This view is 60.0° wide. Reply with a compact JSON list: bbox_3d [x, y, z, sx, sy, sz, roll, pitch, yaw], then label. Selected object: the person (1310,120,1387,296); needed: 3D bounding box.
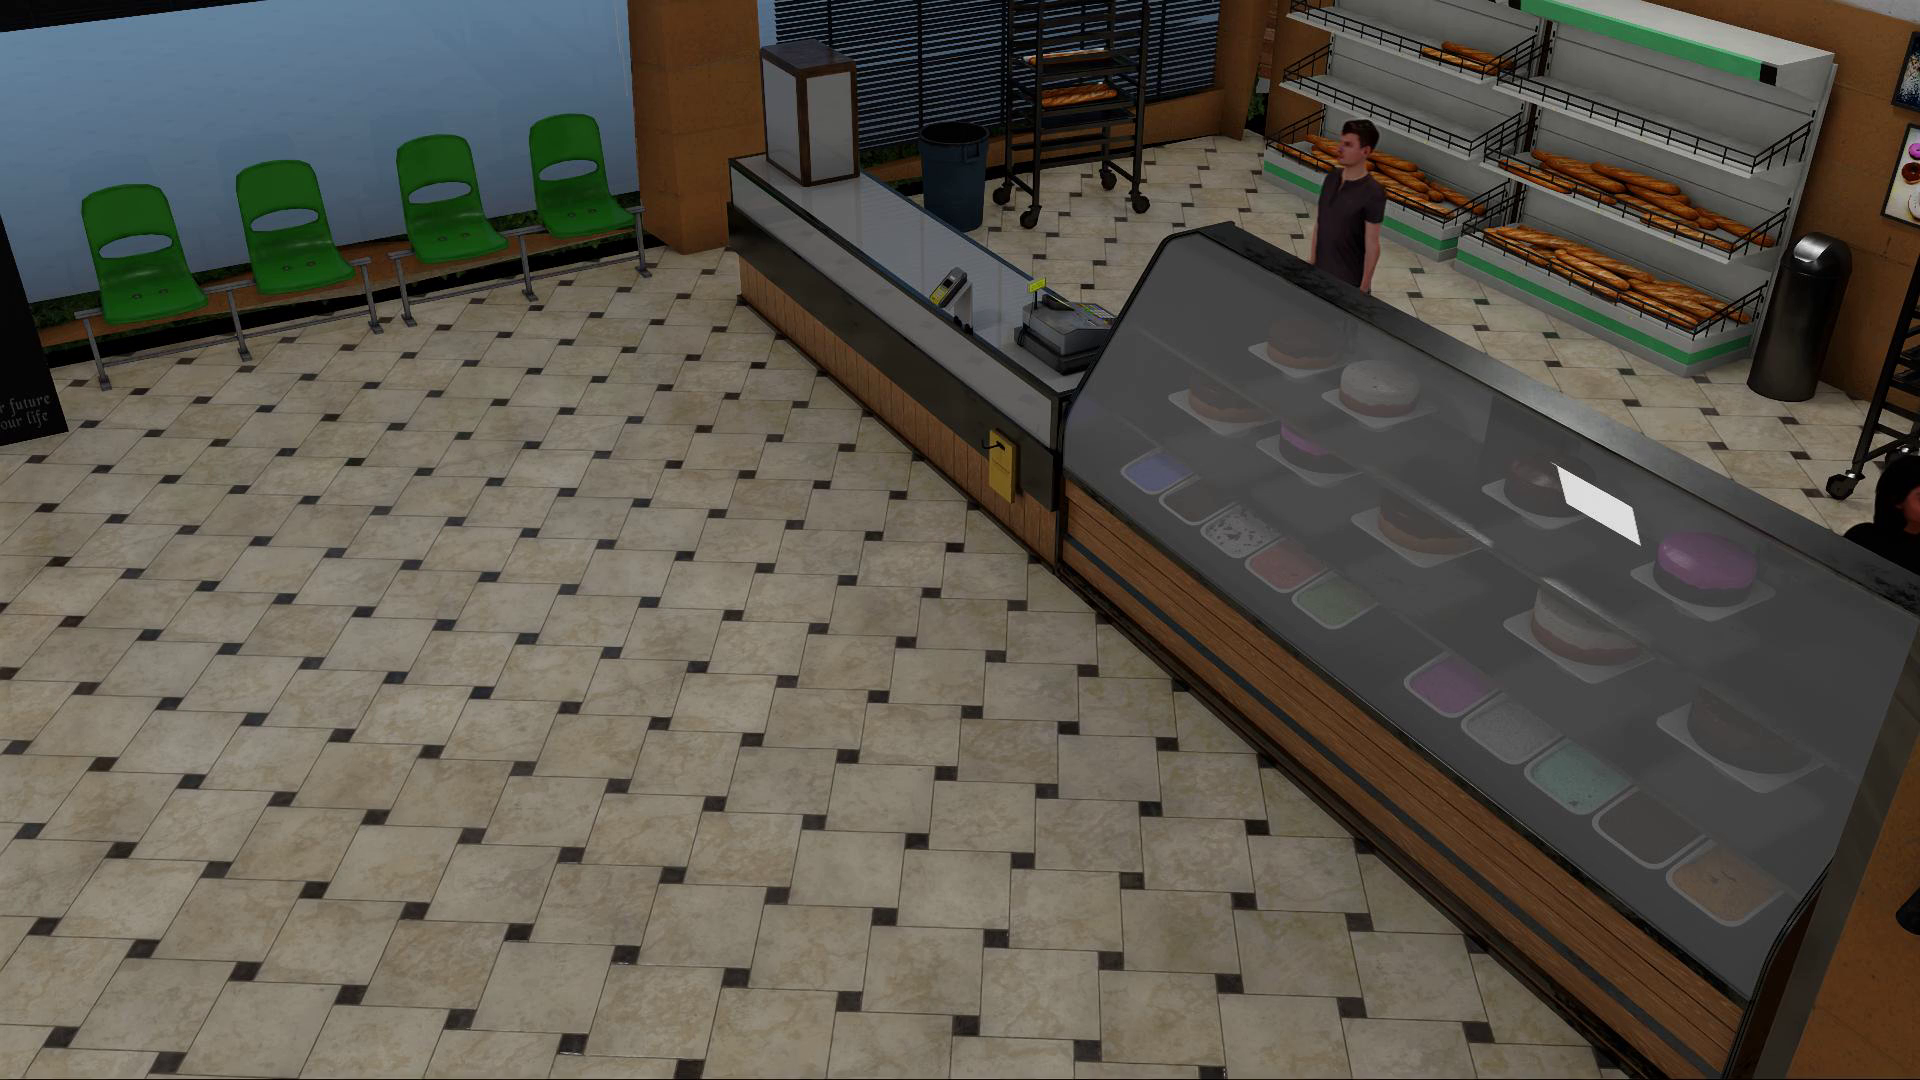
[{"bbox_3d":[2.142,-1.451,9.324,0.534,1.852,0.636,-16,35,-24],"label":"person"}]
